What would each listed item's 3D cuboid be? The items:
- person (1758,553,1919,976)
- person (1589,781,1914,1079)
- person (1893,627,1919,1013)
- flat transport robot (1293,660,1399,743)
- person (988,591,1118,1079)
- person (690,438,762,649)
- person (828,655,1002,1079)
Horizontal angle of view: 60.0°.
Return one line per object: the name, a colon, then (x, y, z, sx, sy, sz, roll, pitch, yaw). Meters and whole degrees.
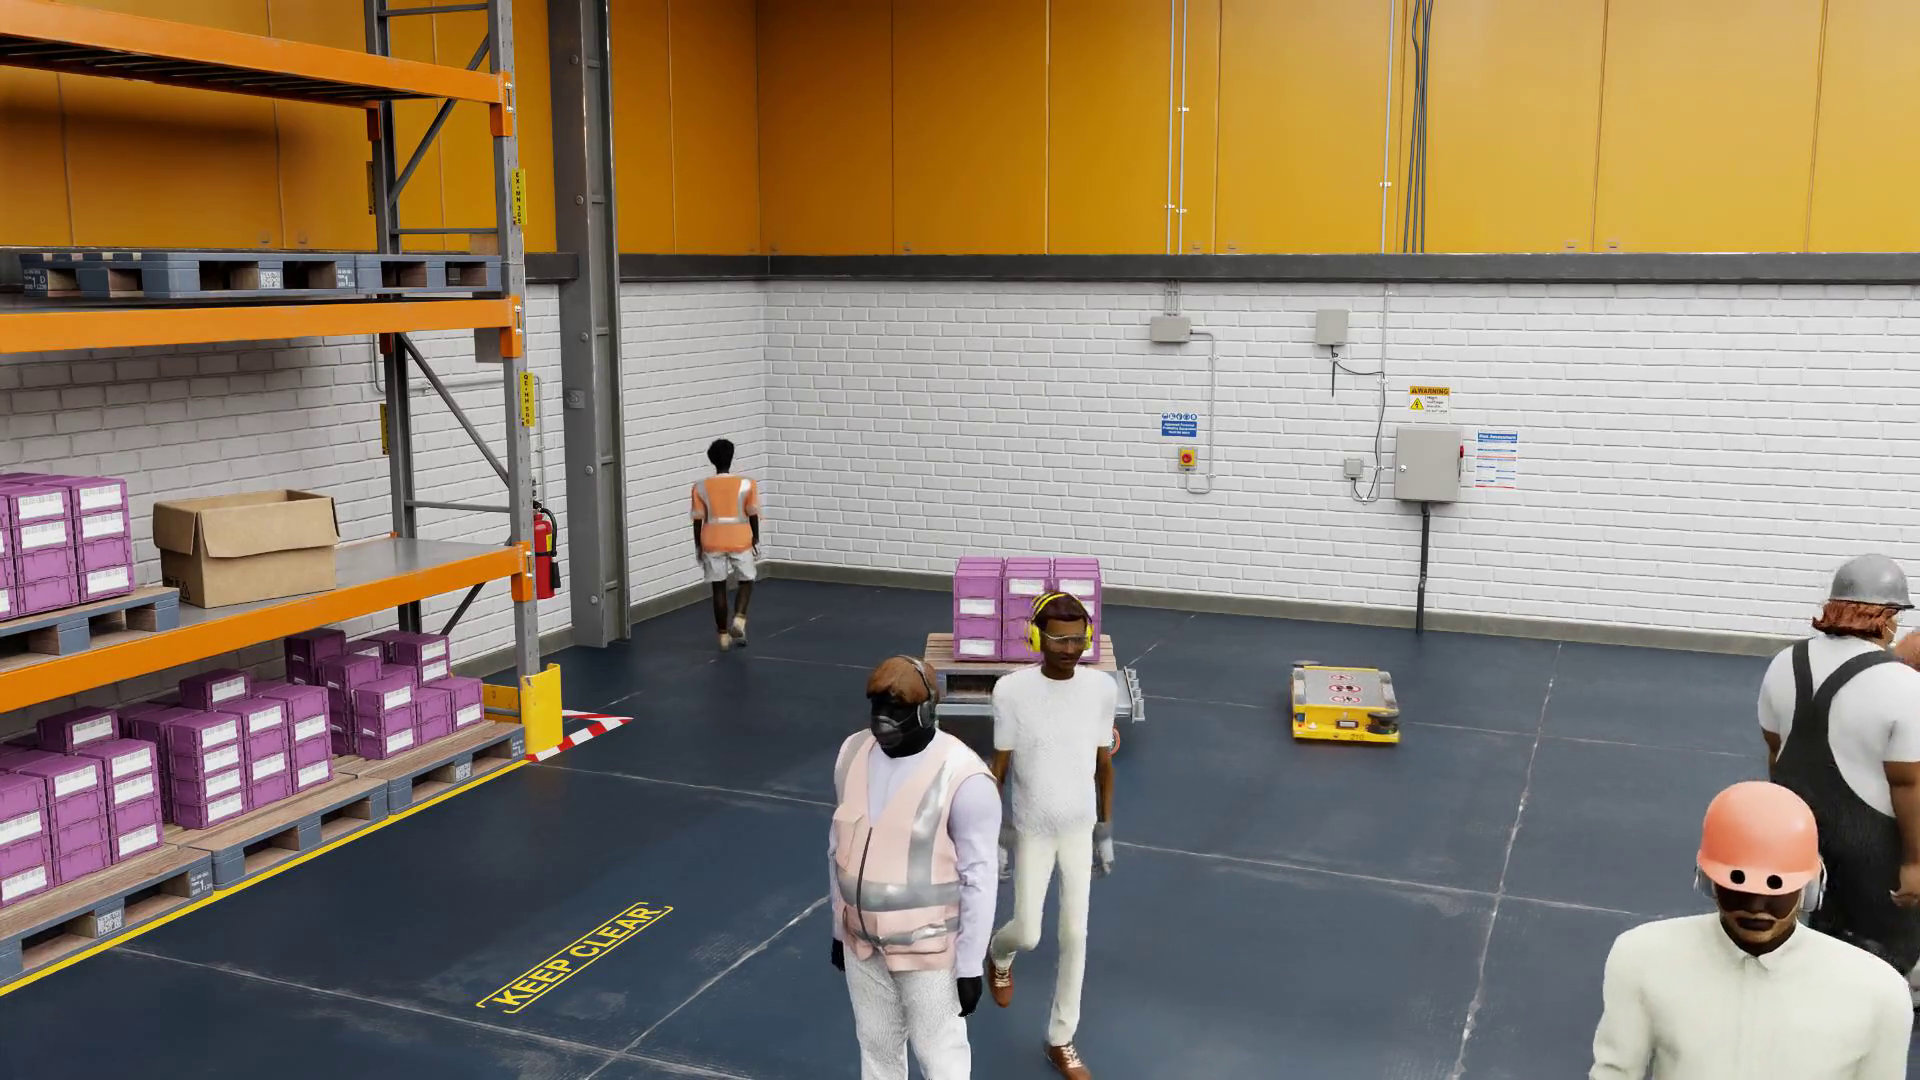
person: (3.202, 1.030, 6.042, 0.697, 2.000, 0.703, -3, 10, -18)
person: (1.627, 1.477, 3.532, 0.639, 1.969, 0.660, 6, 11, 31)
person: (3.728, 1.144, 6.615, 0.485, 1.624, 0.423, -1, 9, -6)
flat transport robot: (2.570, 1.068, 11.162, 0.652, 0.197, 1.431, 2, 10, 11)
person: (0.324, 1.081, 6.343, 0.524, 1.845, 0.680, -2, 10, -14)
person: (-1.839, 0.044, 13.062, 0.556, 1.685, 0.419, -1, 9, -3)
person: (-0.181, 1.262, 5.238, 0.638, 1.841, 0.429, 7, 12, 38)
